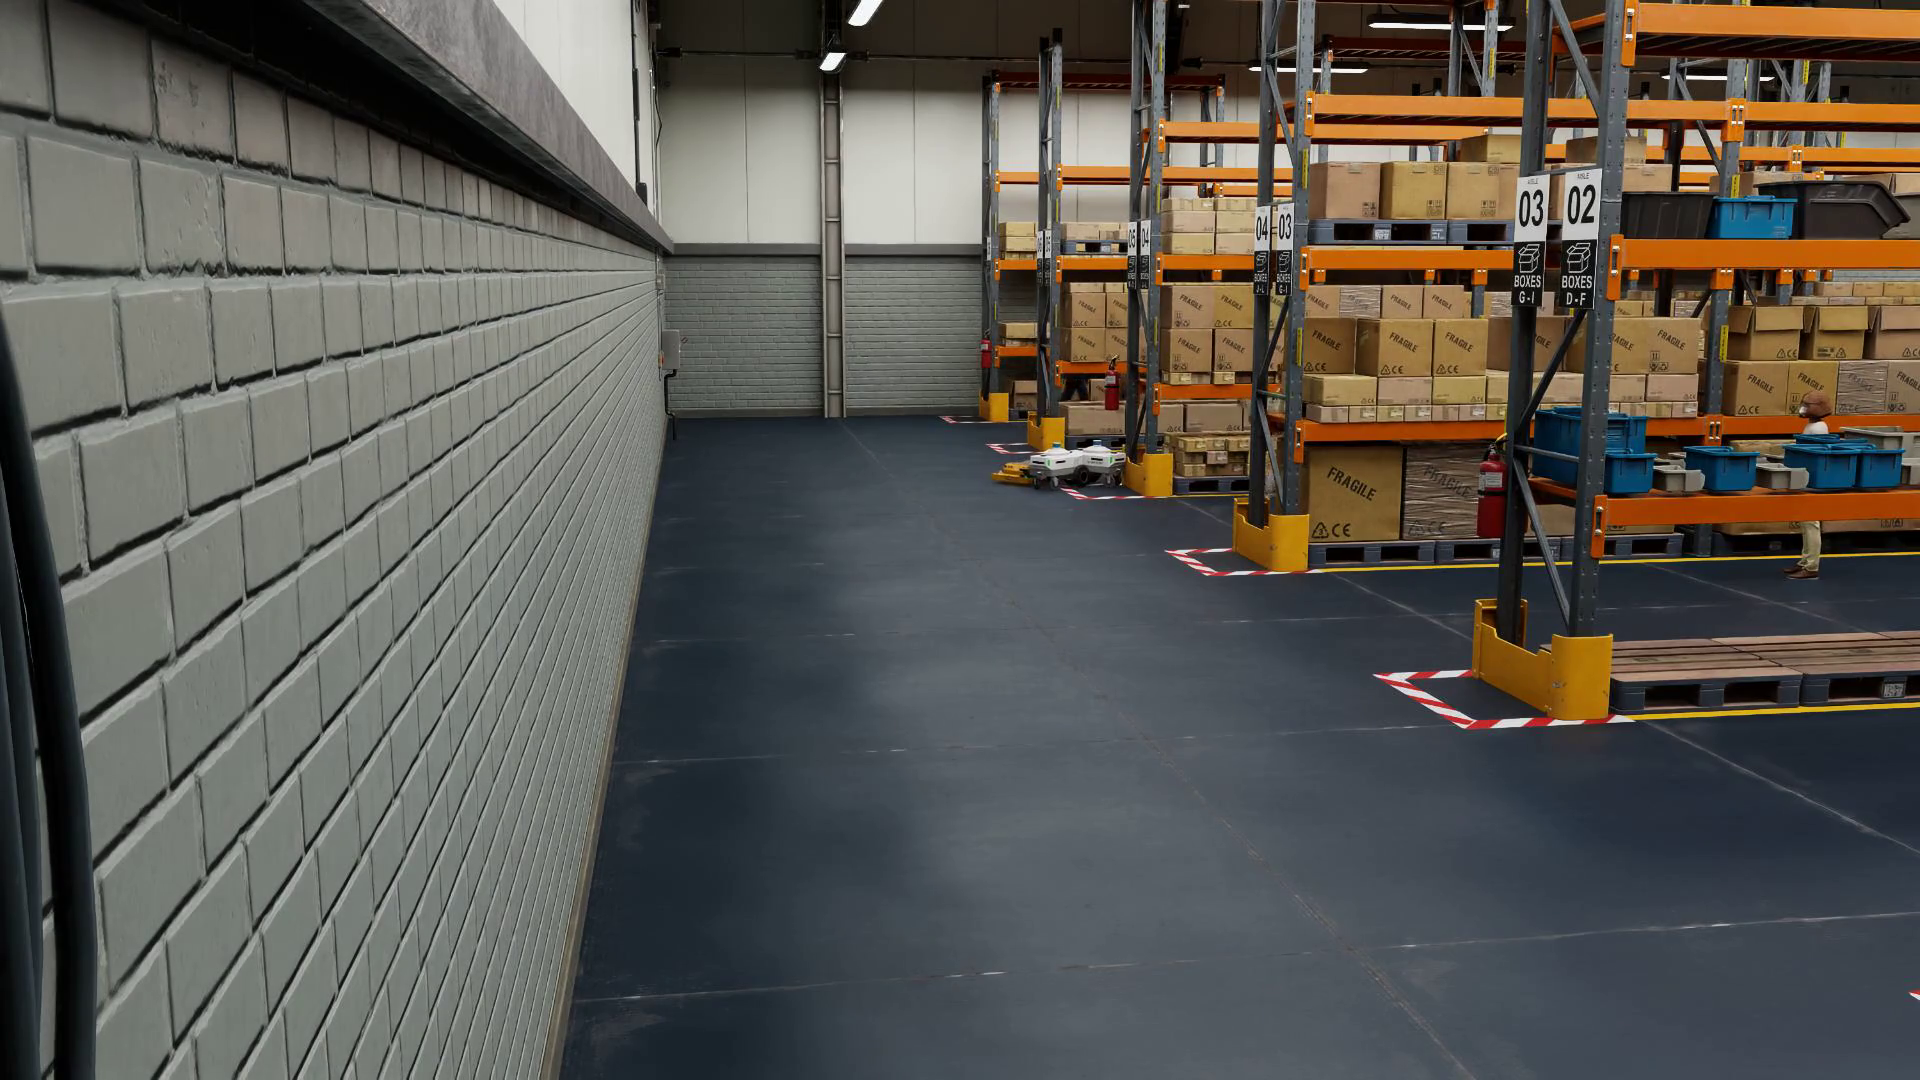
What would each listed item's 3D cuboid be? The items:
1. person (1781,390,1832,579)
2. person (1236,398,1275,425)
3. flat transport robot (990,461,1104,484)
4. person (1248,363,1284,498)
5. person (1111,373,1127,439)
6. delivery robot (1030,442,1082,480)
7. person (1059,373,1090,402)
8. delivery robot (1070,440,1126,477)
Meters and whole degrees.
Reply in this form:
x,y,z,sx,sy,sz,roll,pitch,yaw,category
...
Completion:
x,y,z,sx,sy,sz,roll,pitch,yaw,category
7.311,-0.475,14.330,0.273,1.632,0.508,3,10,19,person
4.251,-2.121,23.718,0.550,1.892,0.786,8,12,40,person
1.116,-0.891,21.084,1.431,0.197,0.652,-9,13,-43,flat transport robot
3.792,-1.257,19.268,0.874,1.596,0.507,-1,9,-6,person
2.601,-2.372,26.113,0.800,1.611,0.523,-2,9,-9,person
1.172,-0.944,20.254,0.477,0.478,0.707,8,12,41,delivery robot
1.995,-2.807,27.999,0.996,1.862,0.613,2,9,11,person
1.695,-0.990,20.538,0.707,0.478,0.477,8,12,41,delivery robot
